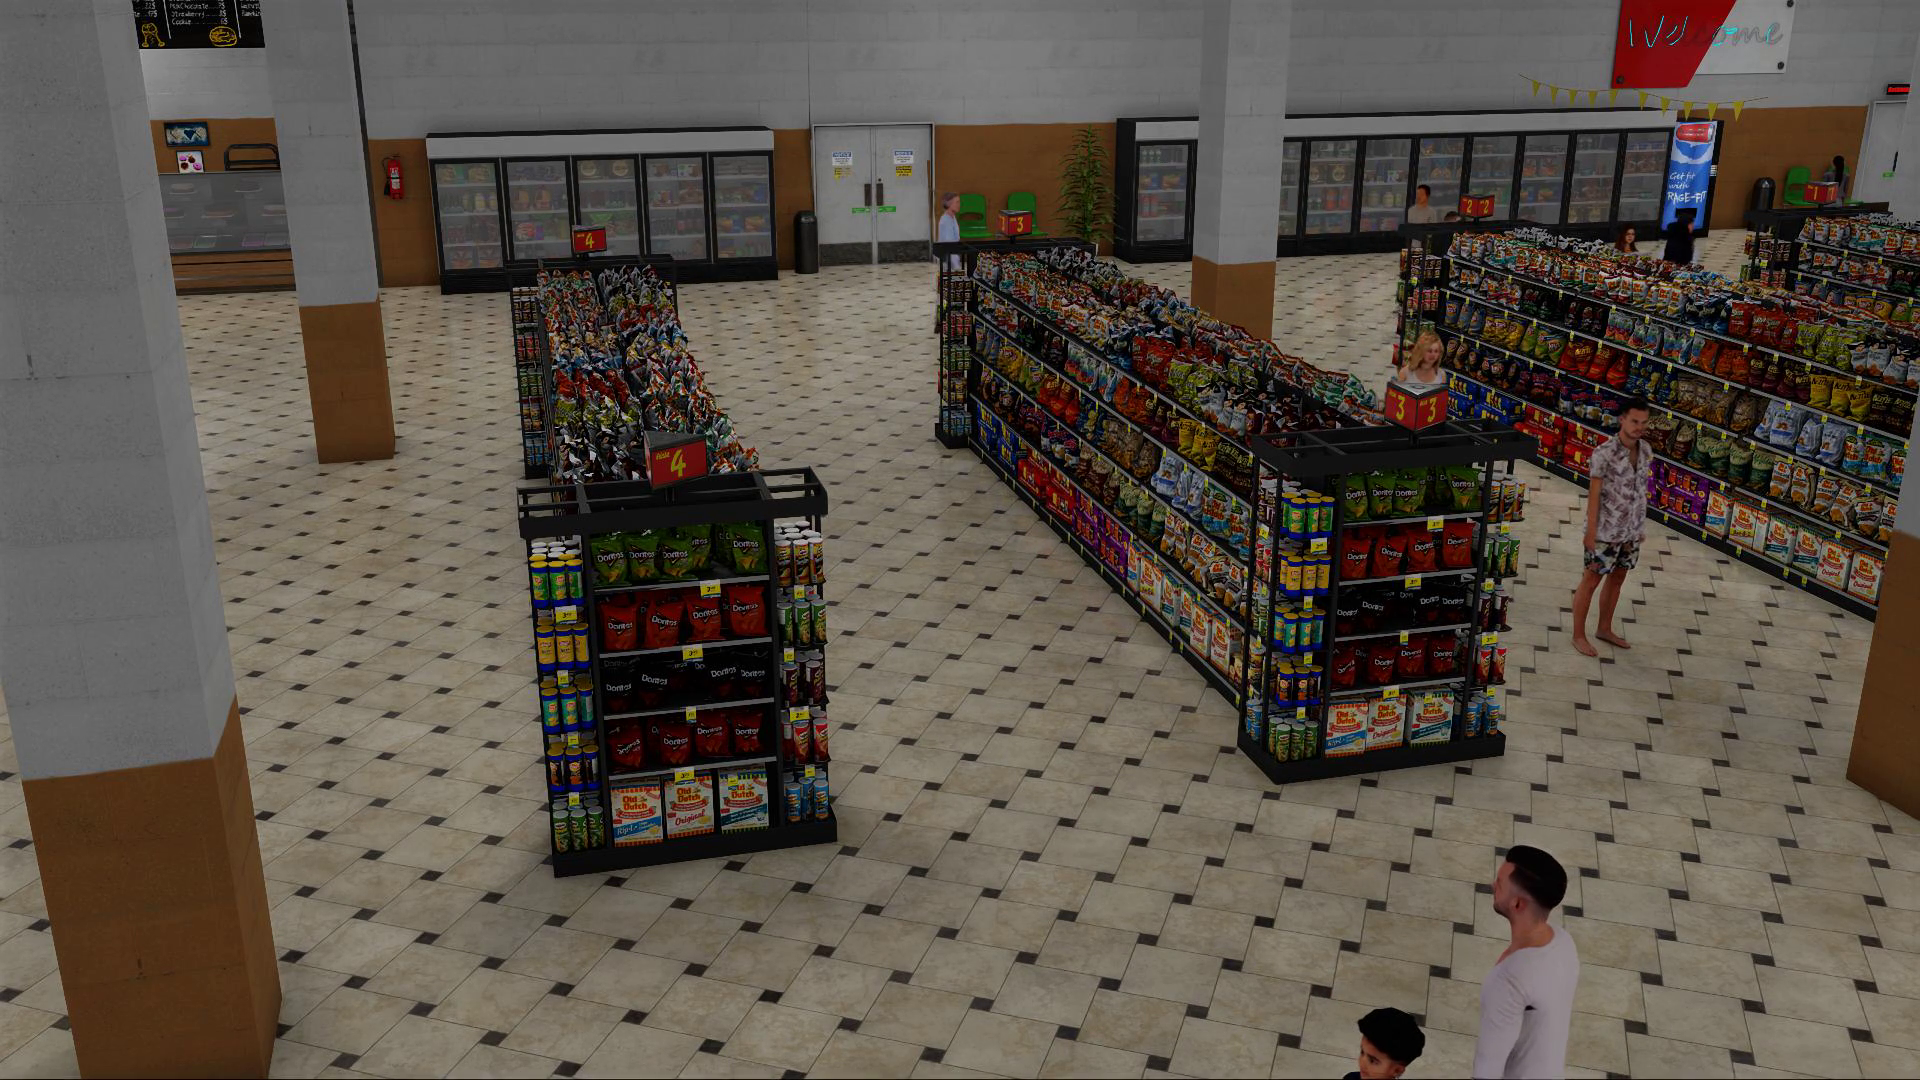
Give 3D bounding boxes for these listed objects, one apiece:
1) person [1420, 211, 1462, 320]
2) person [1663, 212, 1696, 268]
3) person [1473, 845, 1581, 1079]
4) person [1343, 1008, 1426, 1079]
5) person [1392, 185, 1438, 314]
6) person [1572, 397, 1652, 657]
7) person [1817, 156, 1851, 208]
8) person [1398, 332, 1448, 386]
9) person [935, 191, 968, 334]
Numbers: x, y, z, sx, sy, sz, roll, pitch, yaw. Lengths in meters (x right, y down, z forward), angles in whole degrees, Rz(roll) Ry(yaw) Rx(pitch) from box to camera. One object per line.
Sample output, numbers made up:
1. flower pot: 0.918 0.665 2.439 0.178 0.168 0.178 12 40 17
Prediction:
1. person: 6.152 -3.391 21.485 0.877 1.688 0.875 4 19 13
2. person: 9.173 -3.410 21.593 0.956 1.656 0.899 9 21 25
3. person: 1.884 1.876 5.635 0.771 1.837 0.748 14 23 35
4. person: 1.431 2.159 5.748 0.610 1.227 0.496 -10 21 -28
5. person: 6.495 -4.078 23.349 0.923 1.801 0.905 -16 25 -40
6. person: 4.545 -0.120 11.586 0.700 1.816 0.615 -8 20 -22
7. person: 14.856 -5.704 28.362 0.699 1.678 0.695 1 19 4
8. person: 3.953 -0.991 14.410 0.725 1.662 0.786 1 19 2
9. person: -0.226 -3.637 21.929 0.878 1.872 0.816 4 19 11
